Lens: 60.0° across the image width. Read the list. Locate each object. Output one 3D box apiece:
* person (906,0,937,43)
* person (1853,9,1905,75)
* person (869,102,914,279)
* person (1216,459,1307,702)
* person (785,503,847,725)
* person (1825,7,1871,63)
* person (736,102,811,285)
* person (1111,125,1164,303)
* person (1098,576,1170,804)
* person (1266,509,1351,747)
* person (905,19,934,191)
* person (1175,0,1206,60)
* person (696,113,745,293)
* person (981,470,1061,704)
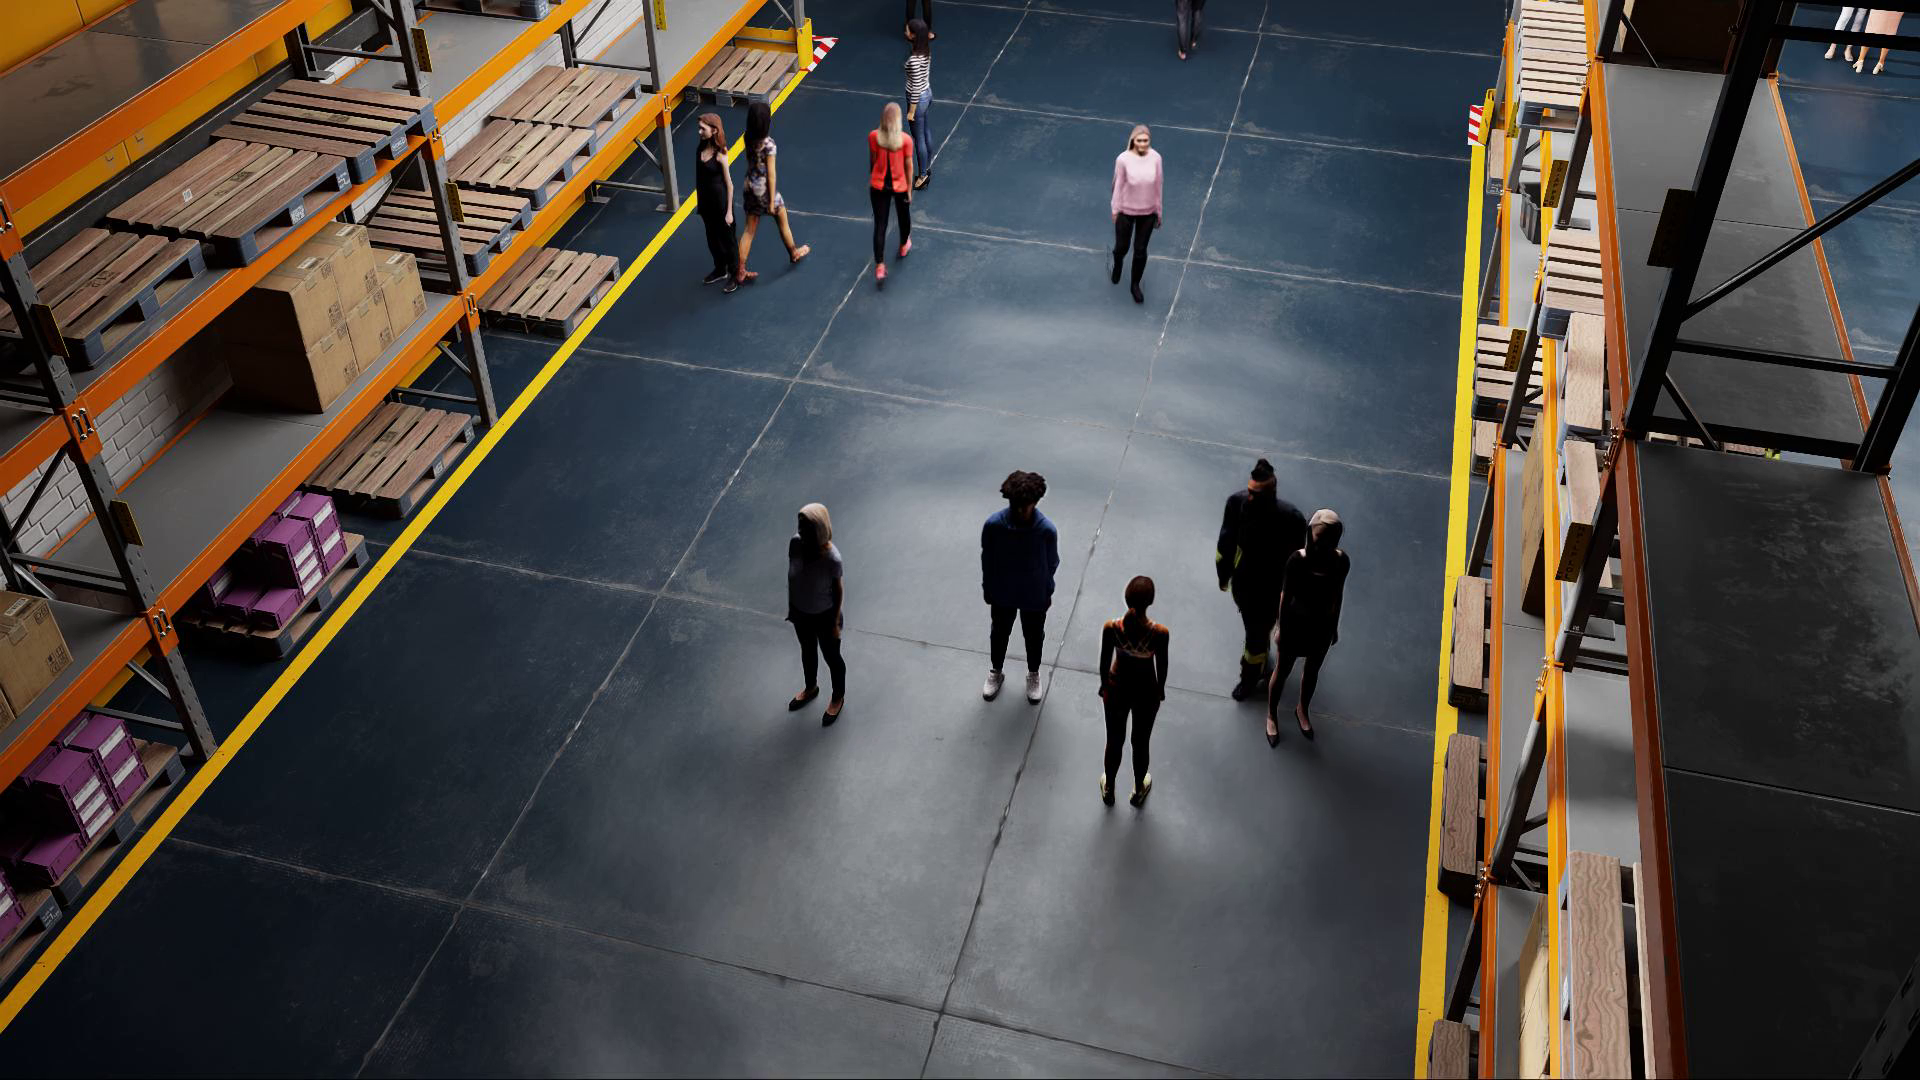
[{"bbox_3d":[-0.504,-6.878,20.096,0.561,1.719,0.487,10,40,12],"label":"person"},{"bbox_3d":[10.840,-6.335,19.326,0.625,1.831,0.561,16,41,19],"label":"person"},{"bbox_3d":[-0.677,-3.240,15.591,0.692,1.655,1.157,5,39,6],"label":"person"},{"bbox_3d":[2.088,0.168,11.180,0.957,1.835,1.037,28,47,31],"label":"person"},{"bbox_3d":[-0.937,0.457,10.909,0.637,1.722,0.610,22,44,26],"label":"person"},{"bbox_3d":[10.695,-6.527,19.677,0.556,1.693,0.535,12,40,14],"label":"person"},{"bbox_3d":[-1.912,-3.185,15.497,0.890,1.688,1.181,28,46,30],"label":"person"},{"bbox_3d":[1.615,-3.060,15.346,0.772,1.679,0.872,-5,39,-6],"label":"person"},{"bbox_3d":[1.057,0.944,10.244,0.584,1.792,0.582,6,39,7],"label":"person"},{"bbox_3d":[2.231,0.560,10.693,0.646,1.830,0.629,-5,39,-6],"label":"person"},{"bbox_3d":[-0.416,-4.450,16.993,0.635,1.797,0.406,9,39,11],"label":"person"},{"bbox_3d":[2.735,-6.544,19.687,0.743,1.707,0.894,3,39,4],"label":"person"},{"bbox_3d":[-2.233,-3.133,15.385,0.657,1.746,0.634,26,45,29],"label":"person"},{"bbox_3d":[0.392,0.298,11.036,0.700,1.811,0.607,5,39,6],"label":"person"}]
